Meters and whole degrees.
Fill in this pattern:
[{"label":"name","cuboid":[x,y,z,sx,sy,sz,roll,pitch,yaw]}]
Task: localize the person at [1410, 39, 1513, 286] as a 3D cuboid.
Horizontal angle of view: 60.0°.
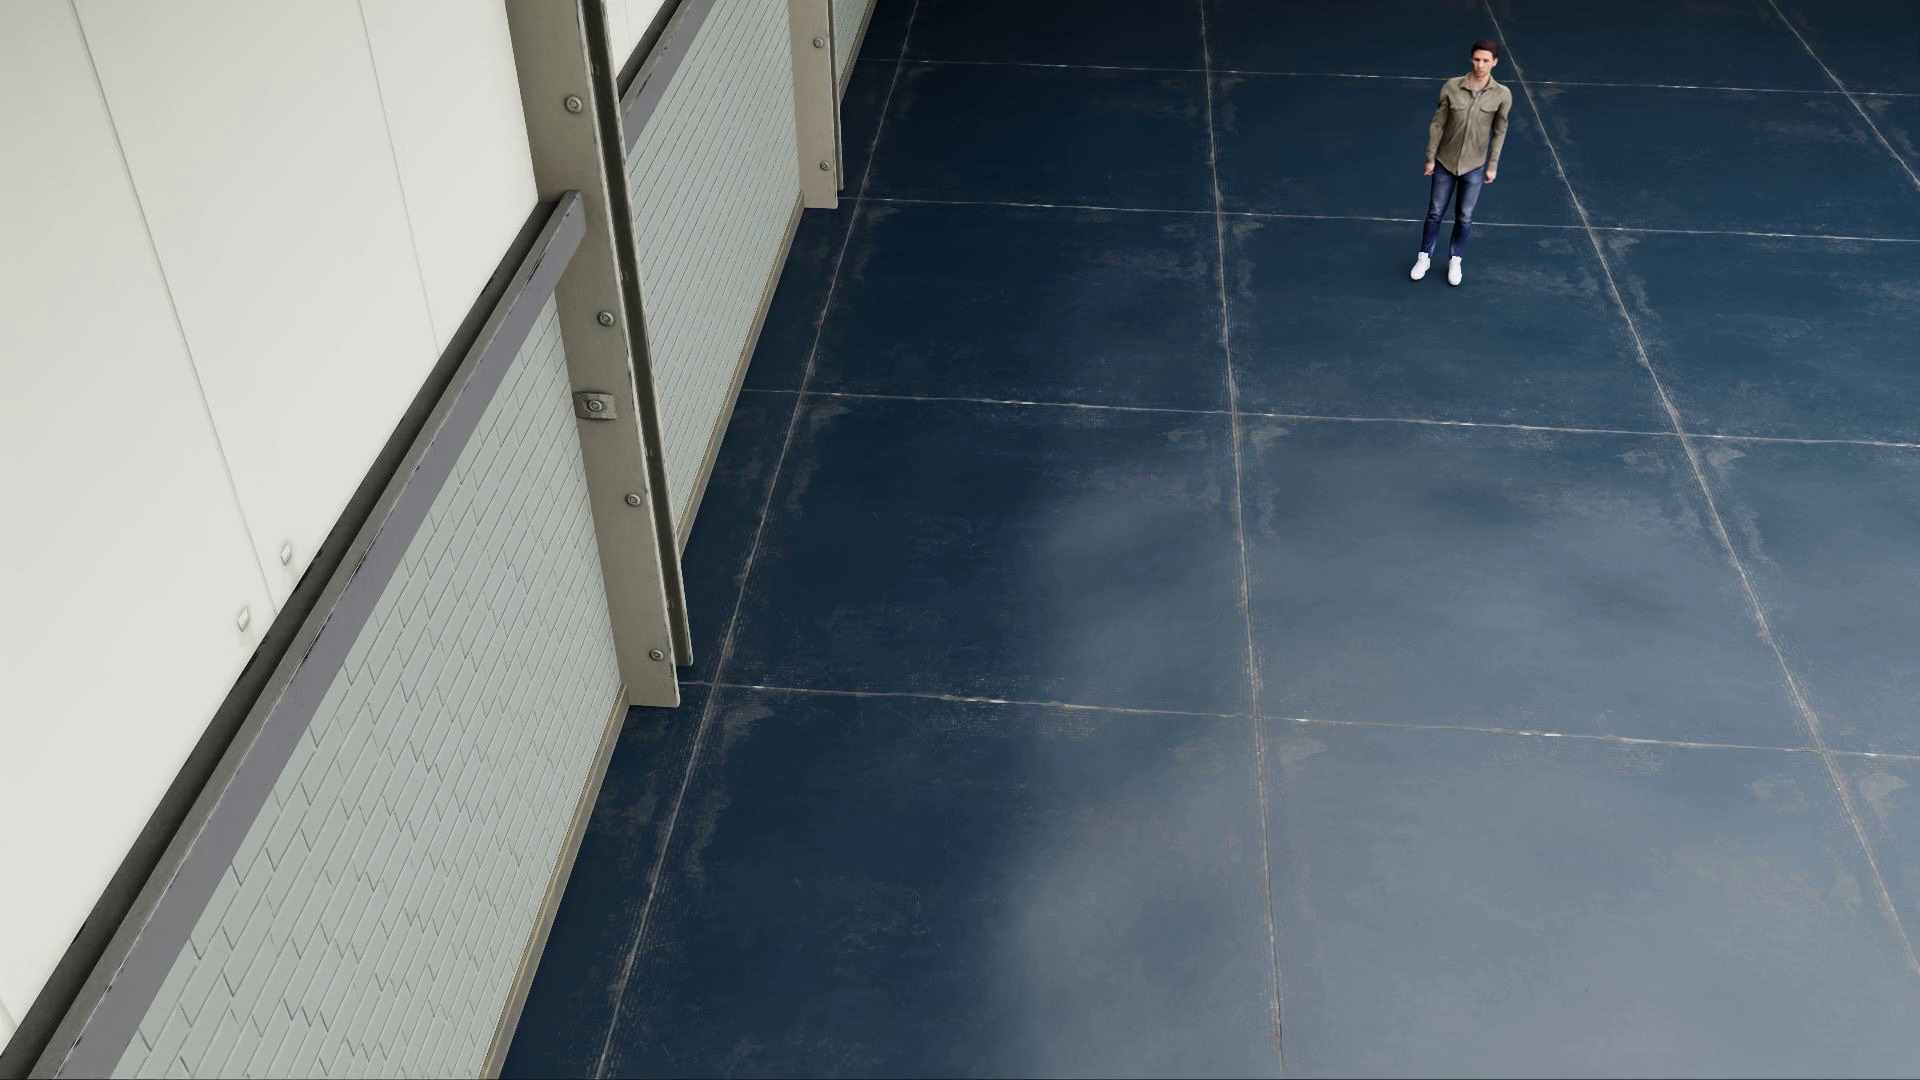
[{"label":"person","cuboid":[3.744,-2.827,12.414,0.752,1.865,0.672,11,39,14]}]
